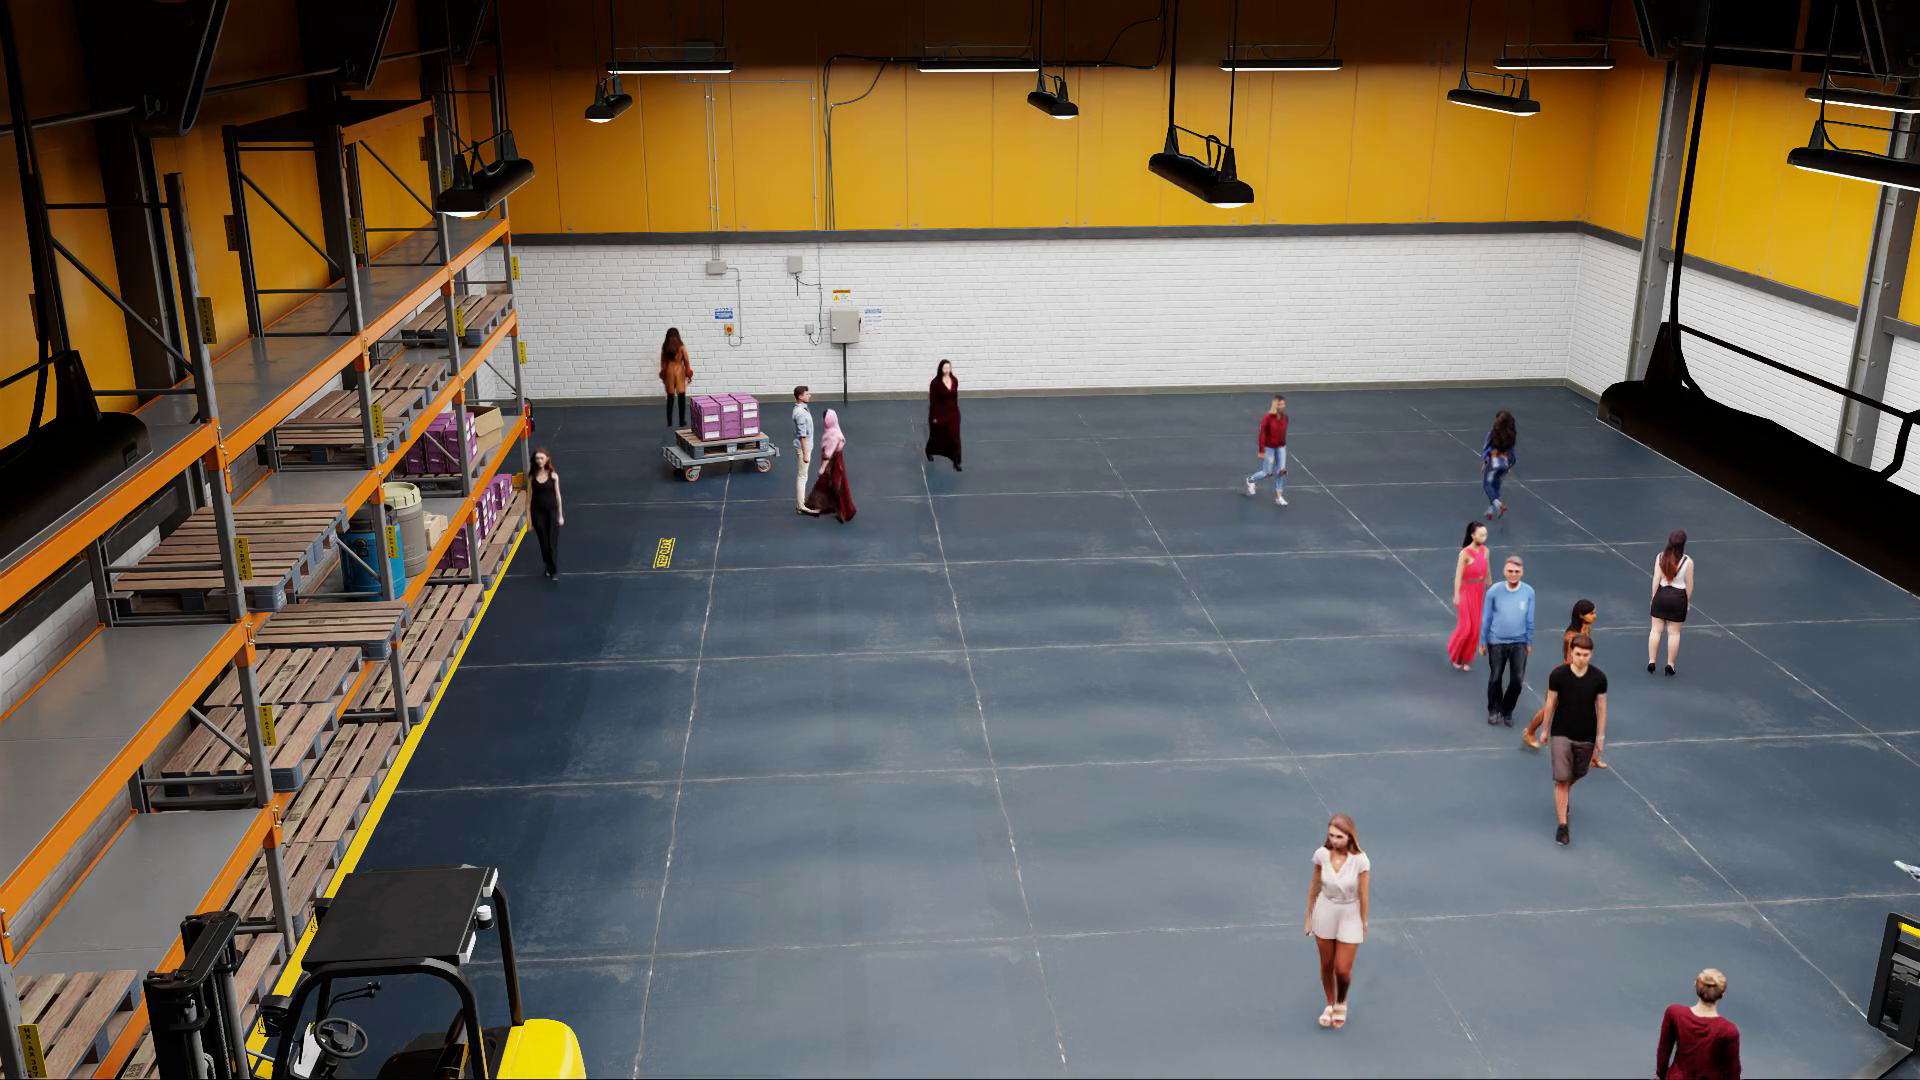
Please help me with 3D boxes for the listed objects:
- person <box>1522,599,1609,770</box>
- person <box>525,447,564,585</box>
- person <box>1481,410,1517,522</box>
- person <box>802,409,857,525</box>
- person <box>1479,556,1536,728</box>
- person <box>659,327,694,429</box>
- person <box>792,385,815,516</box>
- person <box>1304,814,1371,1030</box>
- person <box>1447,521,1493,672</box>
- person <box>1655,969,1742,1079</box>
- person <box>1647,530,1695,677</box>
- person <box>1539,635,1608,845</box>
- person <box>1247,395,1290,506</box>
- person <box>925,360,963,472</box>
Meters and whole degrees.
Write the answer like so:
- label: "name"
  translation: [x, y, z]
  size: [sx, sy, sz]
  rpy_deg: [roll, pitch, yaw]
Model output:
- label: "person"
  translation: [5.812, 1.365, 16.002]
  size: [1.138, 1.648, 1.017]
  rpy_deg: [17, 25, 42]
- label: "person"
  translation: [-5.228, -0.341, 20.972]
  size: [0.640, 1.709, 1.067]
  rpy_deg: [-3, 19, -9]
- label: "person"
  translation: [7.479, -1.006, 23.103]
  size: [0.626, 1.609, 0.826]
  rpy_deg: [-2, 19, -6]
- label: "person"
  translation: [-1.680, -1.032, 23.141]
  size: [0.740, 1.635, 0.927]
  rpy_deg: [-1, 19, -2]
- label: "person"
  translation: [5.548, 0.988, 16.882]
  size: [0.756, 1.801, 0.746]
  rpy_deg: [4, 19, 12]
- label: "person"
  translation: [-4.800, -2.732, 28.054]
  size: [0.764, 1.721, 0.696]
  rpy_deg: [2, 19, 5]
- label: "person"
  translation: [-2.227, -1.296, 23.594]
  size: [0.707, 1.847, 0.462]
  rpy_deg: [-2, 19, -6]
- label: "person"
  translation: [2.745, 2.707, 11.975]
  size: [0.711, 1.675, 0.755]
  rpy_deg: [9, 21, 26]
- label: "person"
  translation: [5.517, 0.603, 18.159]
  size: [0.756, 1.716, 0.816]
  rpy_deg: [-11, 22, -30]
- label: "person"
  translation: [4.407, 3.356, 10.021]
  size: [0.748, 1.694, 0.802]
  rpy_deg: [14, 23, 36]
- label: "person"
  translation: [7.701, 0.677, 18.044]
  size: [0.635, 1.649, 0.665]
  rpy_deg: [10, 21, 28]
- label: "person"
  translation: [5.443, 1.689, 14.748]
  size: [0.922, 1.835, 1.264]
  rpy_deg: [4, 19, 11]
- label: "person"
  translation: [4.481, -1.316, 24.026]
  size: [0.845, 1.609, 1.043]
  rpy_deg: [-11, 21, -29]
- label: "person"
  translation: [-0.307, -1.933, 25.701]
  size: [0.951, 1.708, 1.203]
  rpy_deg: [-10, 21, -28]
